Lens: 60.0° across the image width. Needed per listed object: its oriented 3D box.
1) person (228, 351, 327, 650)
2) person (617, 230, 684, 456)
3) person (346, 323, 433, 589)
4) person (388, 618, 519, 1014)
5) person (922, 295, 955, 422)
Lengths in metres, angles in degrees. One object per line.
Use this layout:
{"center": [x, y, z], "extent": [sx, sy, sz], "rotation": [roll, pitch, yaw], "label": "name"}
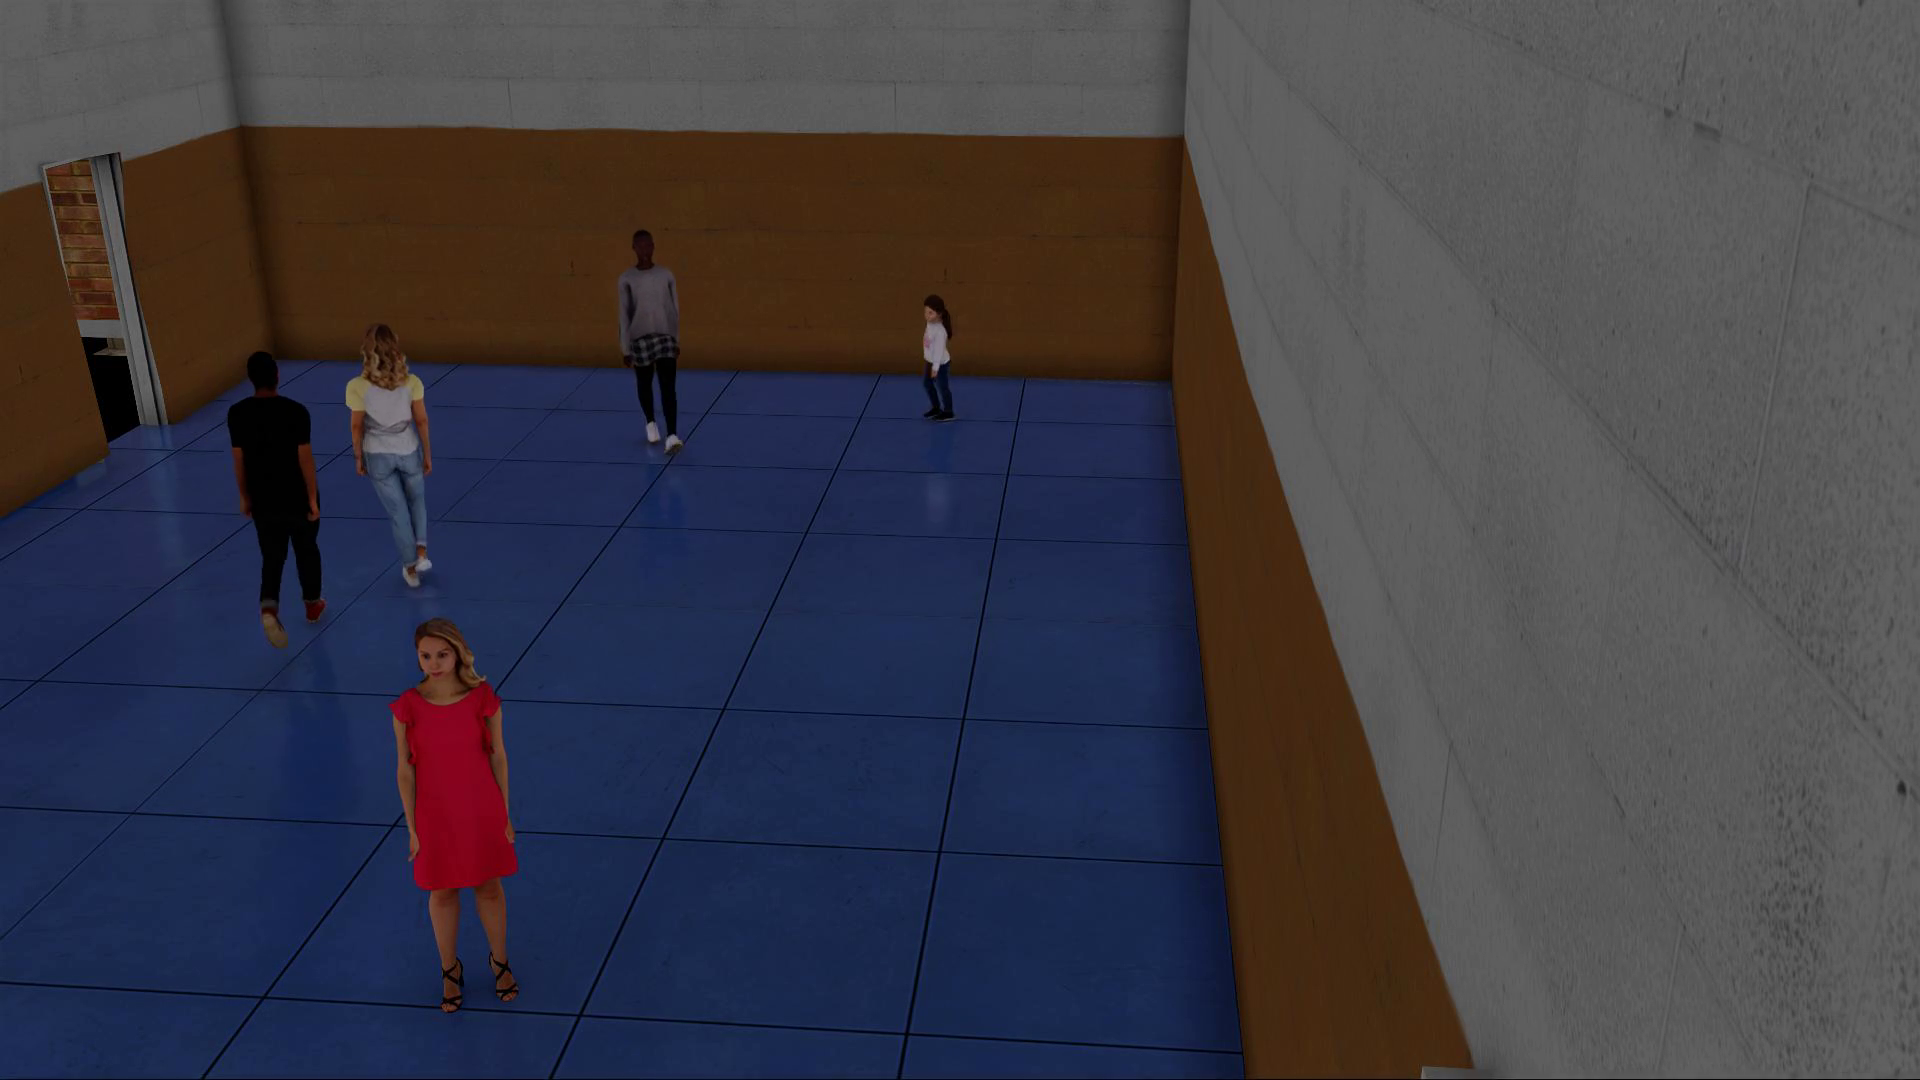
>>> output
{"center": [-3.987, -0.214, 9.748], "extent": [1.047, 1.733, 0.834], "rotation": [-2, 22, -6], "label": "person"}
{"center": [-2.452, -1.563, 13.106], "extent": [1.164, 1.733, 1.023], "rotation": [-8, 23, -18], "label": "person"}
{"center": [-3.539, -0.485, 10.427], "extent": [0.716, 1.714, 0.799], "rotation": [-11, 24, -25], "label": "person"}
{"center": [-1.964, 1.079, 6.539], "extent": [0.588, 1.728, 0.702], "rotation": [-6, 23, -16], "label": "person"}
{"center": [-0.162, -1.513, 13.844], "extent": [0.617, 1.091, 0.561], "rotation": [-6, 23, -15], "label": "person"}
